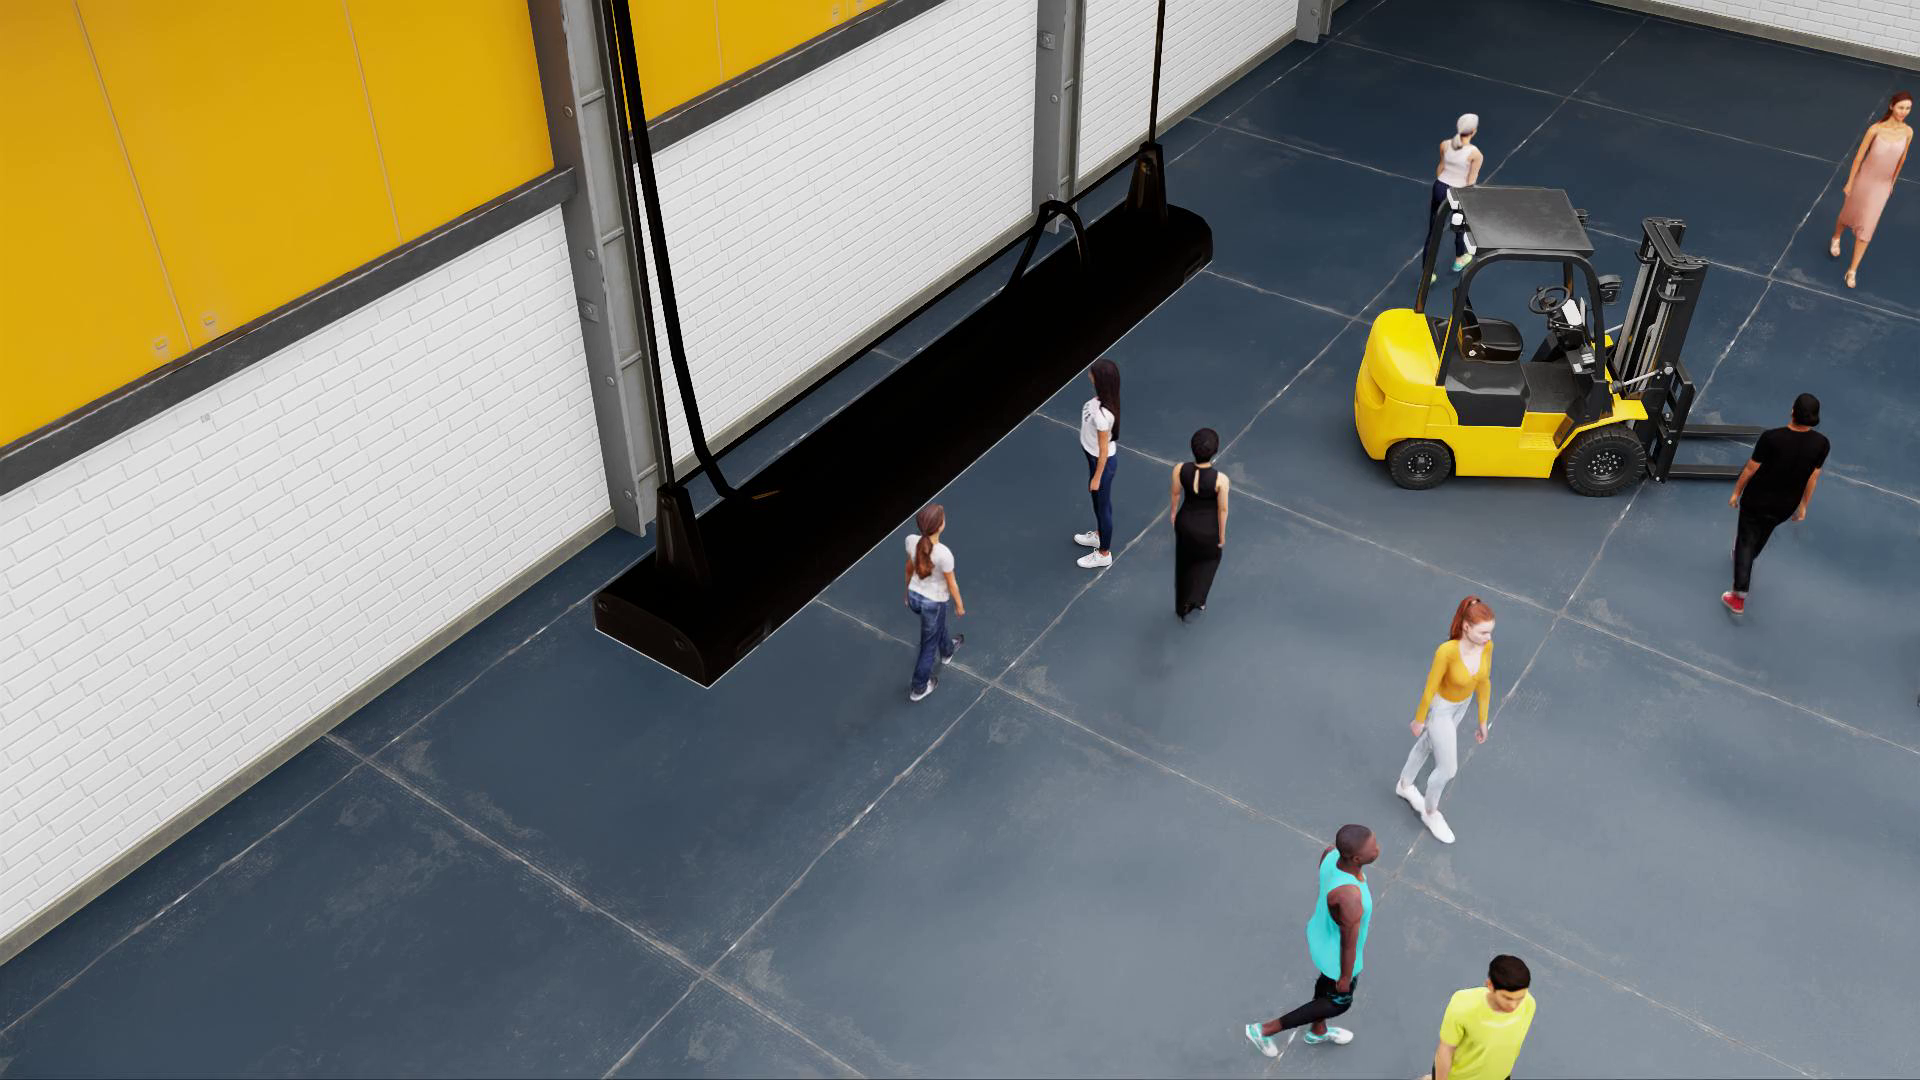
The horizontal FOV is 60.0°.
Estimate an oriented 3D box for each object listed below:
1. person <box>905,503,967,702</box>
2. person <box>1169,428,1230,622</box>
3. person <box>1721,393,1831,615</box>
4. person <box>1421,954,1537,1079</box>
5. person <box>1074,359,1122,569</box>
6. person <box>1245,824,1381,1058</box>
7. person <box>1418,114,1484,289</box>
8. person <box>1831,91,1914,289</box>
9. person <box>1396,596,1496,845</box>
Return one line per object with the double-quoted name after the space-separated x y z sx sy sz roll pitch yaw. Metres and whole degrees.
-0.247 0.444 11.103 0.609 1.539 0.906 29 47 31 "person"
1.636 -0.040 11.669 0.638 1.589 0.603 18 42 21 "person"
5.755 -0.241 11.810 0.947 1.726 1.160 5 39 7 "person"
2.538 2.569 8.346 1.075 1.659 1.167 -4 39 -5 "person"
1.044 -0.567 12.179 0.727 1.775 0.616 4 39 4 "person"
1.876 2.142 8.770 0.955 1.796 0.933 -2 39 -2 "person"
4.500 -3.112 15.446 0.631 1.676 0.971 26 45 29 "person"
8.547 -3.370 15.680 0.871 1.786 1.174 8 39 10 "person"
2.937 0.999 10.256 0.810 1.729 0.794 -22 44 -25 "person"
